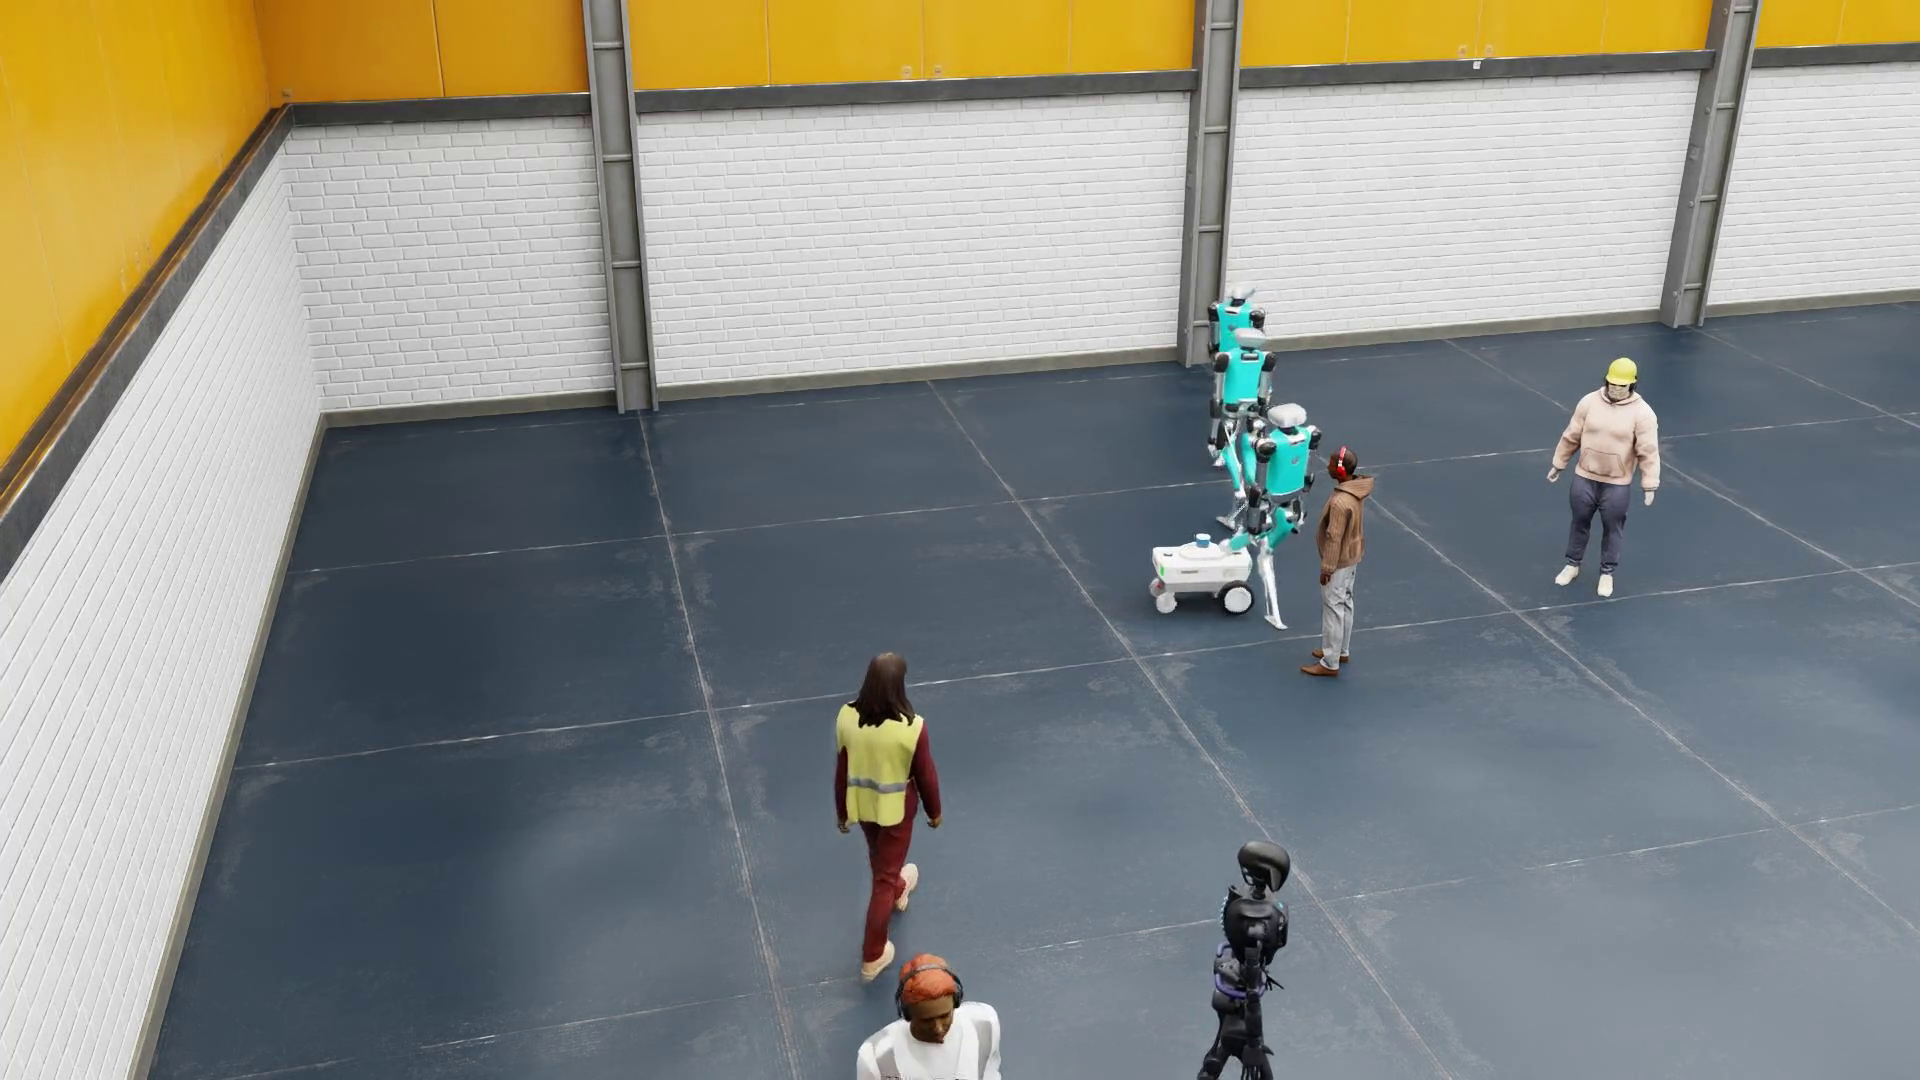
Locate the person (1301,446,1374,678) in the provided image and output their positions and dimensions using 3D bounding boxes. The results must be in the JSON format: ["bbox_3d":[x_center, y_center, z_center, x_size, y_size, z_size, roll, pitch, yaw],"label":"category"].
[{"bbox_3d":[2.581,0.149,11.311,0.321,1.646,0.462,12,26,25],"label":"person"}]

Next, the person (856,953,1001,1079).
[{"bbox_3d":[-0.101,2.304,6.139,0.593,1.887,0.369,-12,26,-25],"label":"person"}]

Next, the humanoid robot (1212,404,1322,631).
[{"bbox_3d":[2.136,-0.226,12.110,0.568,1.802,0.945,-12,27,-26],"label":"humanoid robot"}]

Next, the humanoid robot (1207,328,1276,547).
[{"bbox_3d":[2.314,-0.747,13.276,0.567,1.776,0.880,-6,25,-14],"label":"humanoid robot"}]

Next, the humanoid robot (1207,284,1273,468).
[{"bbox_3d":[2.590,-1.512,15.054,0.532,1.771,1.039,15,28,30],"label":"humanoid robot"}]

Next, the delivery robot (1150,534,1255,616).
[{"bbox_3d":[1.830,0.253,12.454,0.808,0.614,0.499,-2,24,-4],"label":"delivery robot"}]

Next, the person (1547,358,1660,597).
[{"bbox_3d":[4.854,-0.492,12.510,0.802,1.859,0.436,17,29,34],"label":"person"}]

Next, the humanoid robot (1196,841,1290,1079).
[{"bbox_3d":[1.293,1.973,7.172,0.744,1.632,0.595,4,24,9],"label":"humanoid robot"}]

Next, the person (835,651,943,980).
[{"bbox_3d":[-0.322,1.329,8.523,0.502,1.731,0.882,10,26,22],"label":"person"}]
